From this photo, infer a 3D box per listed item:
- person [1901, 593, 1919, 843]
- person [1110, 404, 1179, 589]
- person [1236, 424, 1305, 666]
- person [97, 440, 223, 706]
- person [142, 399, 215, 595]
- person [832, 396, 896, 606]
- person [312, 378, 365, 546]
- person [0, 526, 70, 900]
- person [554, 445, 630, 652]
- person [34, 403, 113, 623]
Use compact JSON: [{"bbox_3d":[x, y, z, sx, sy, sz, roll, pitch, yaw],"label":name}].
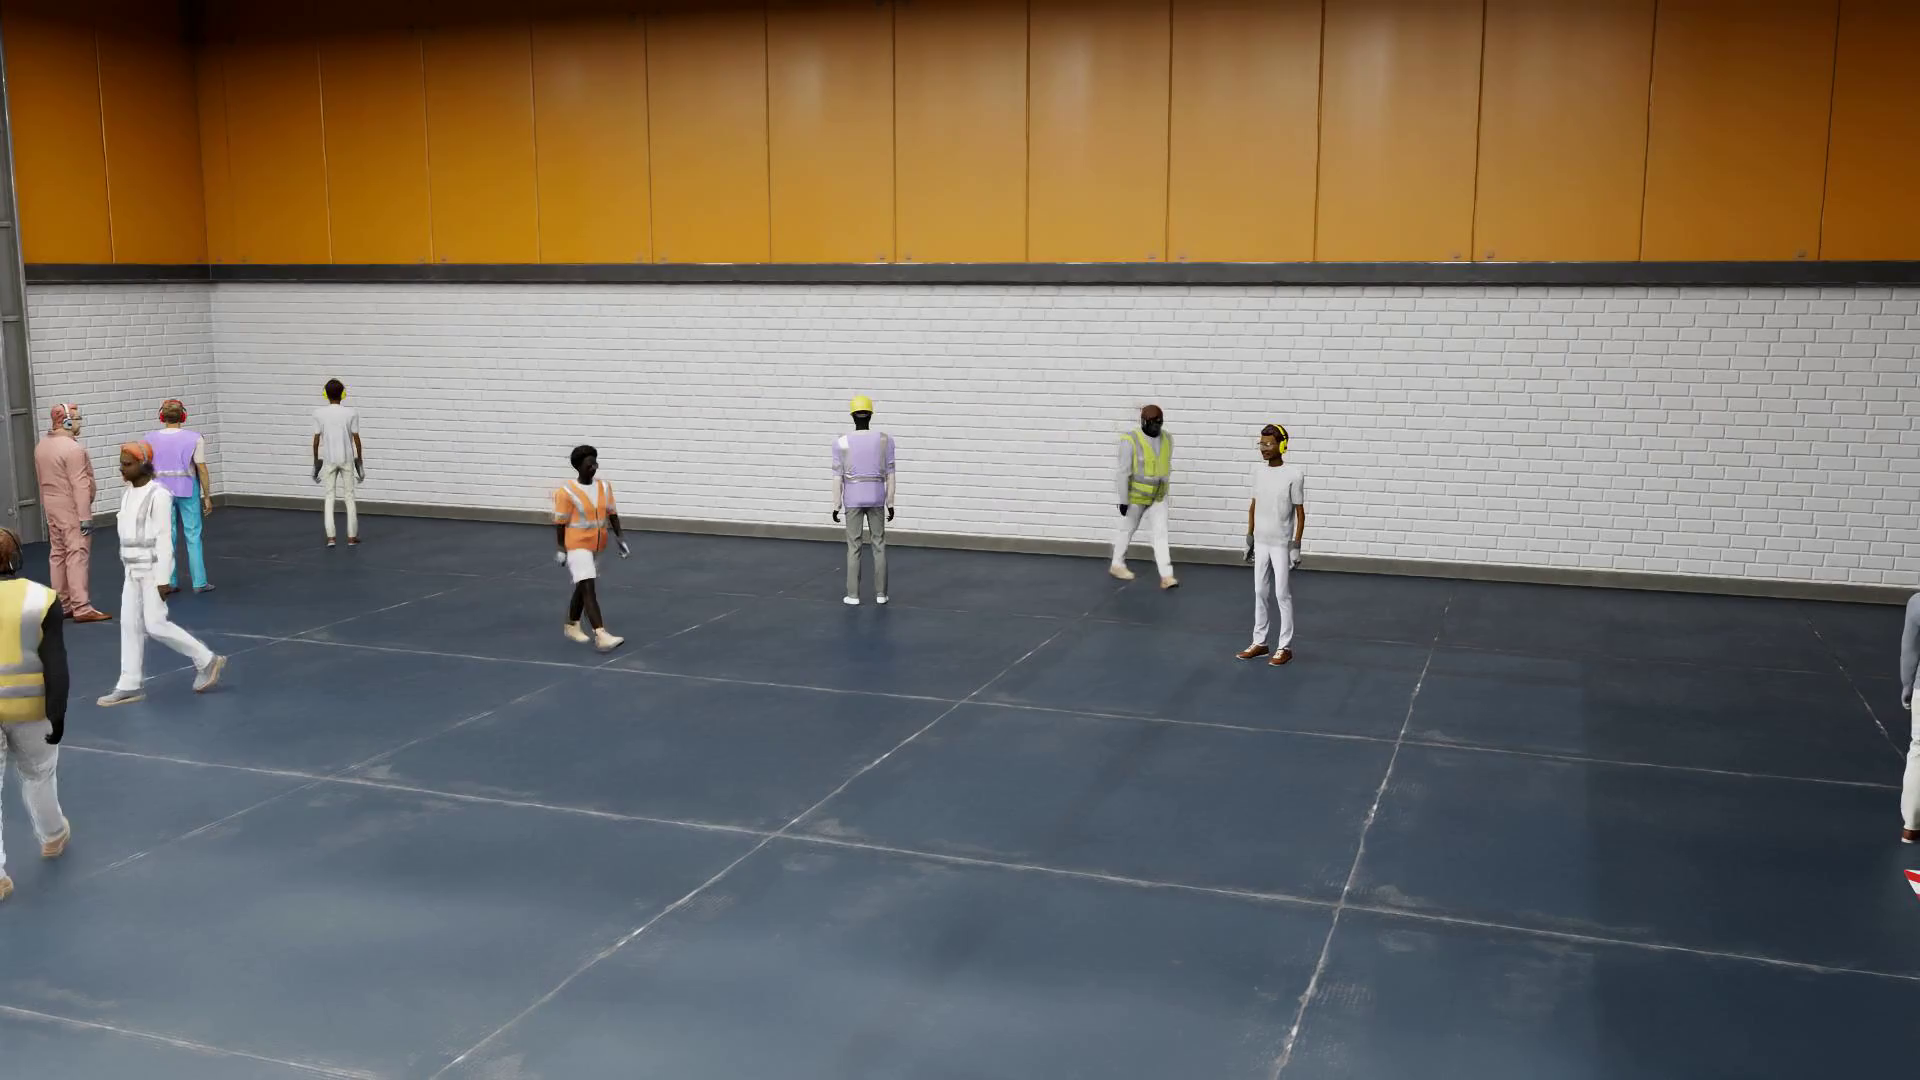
[{"bbox_3d":[5.188,0.822,8.723,0.285,1.634,0.499,-5,11,-30],"label":"person"},{"bbox_3d":[1.777,-0.435,16.116,0.631,1.779,1.034,-4,10,-25],"label":"person"},{"bbox_3d":[2.418,0.035,12.884,0.313,1.869,0.538,-8,12,-41],"label":"person"},{"bbox_3d":[-5.717,0.220,11.757,0.595,1.863,0.782,8,12,40],"label":"person"},{"bbox_3d":[-7.338,-0.397,15.620,0.570,1.849,0.380,-1,9,-5],"label":"person"},{"bbox_3d":[-0.878,-0.352,15.133,0.585,1.918,0.378,-2,9,-11],"label":"person"},{"bbox_3d":[-6.893,-0.856,18.437,0.539,1.877,0.352,-2,9,-13],"label":"person"},{"bbox_3d":[-4.744,0.819,8.261,0.635,1.794,0.956,-3,10,-18],"label":"person"},{"bbox_3d":[-2.945,0.062,13.381,0.872,1.647,0.548,7,11,35],"label":"person"},{"bbox_3d":[-7.713,-0.237,14.455,0.643,1.908,0.399,6,11,35],"label":"person"}]
